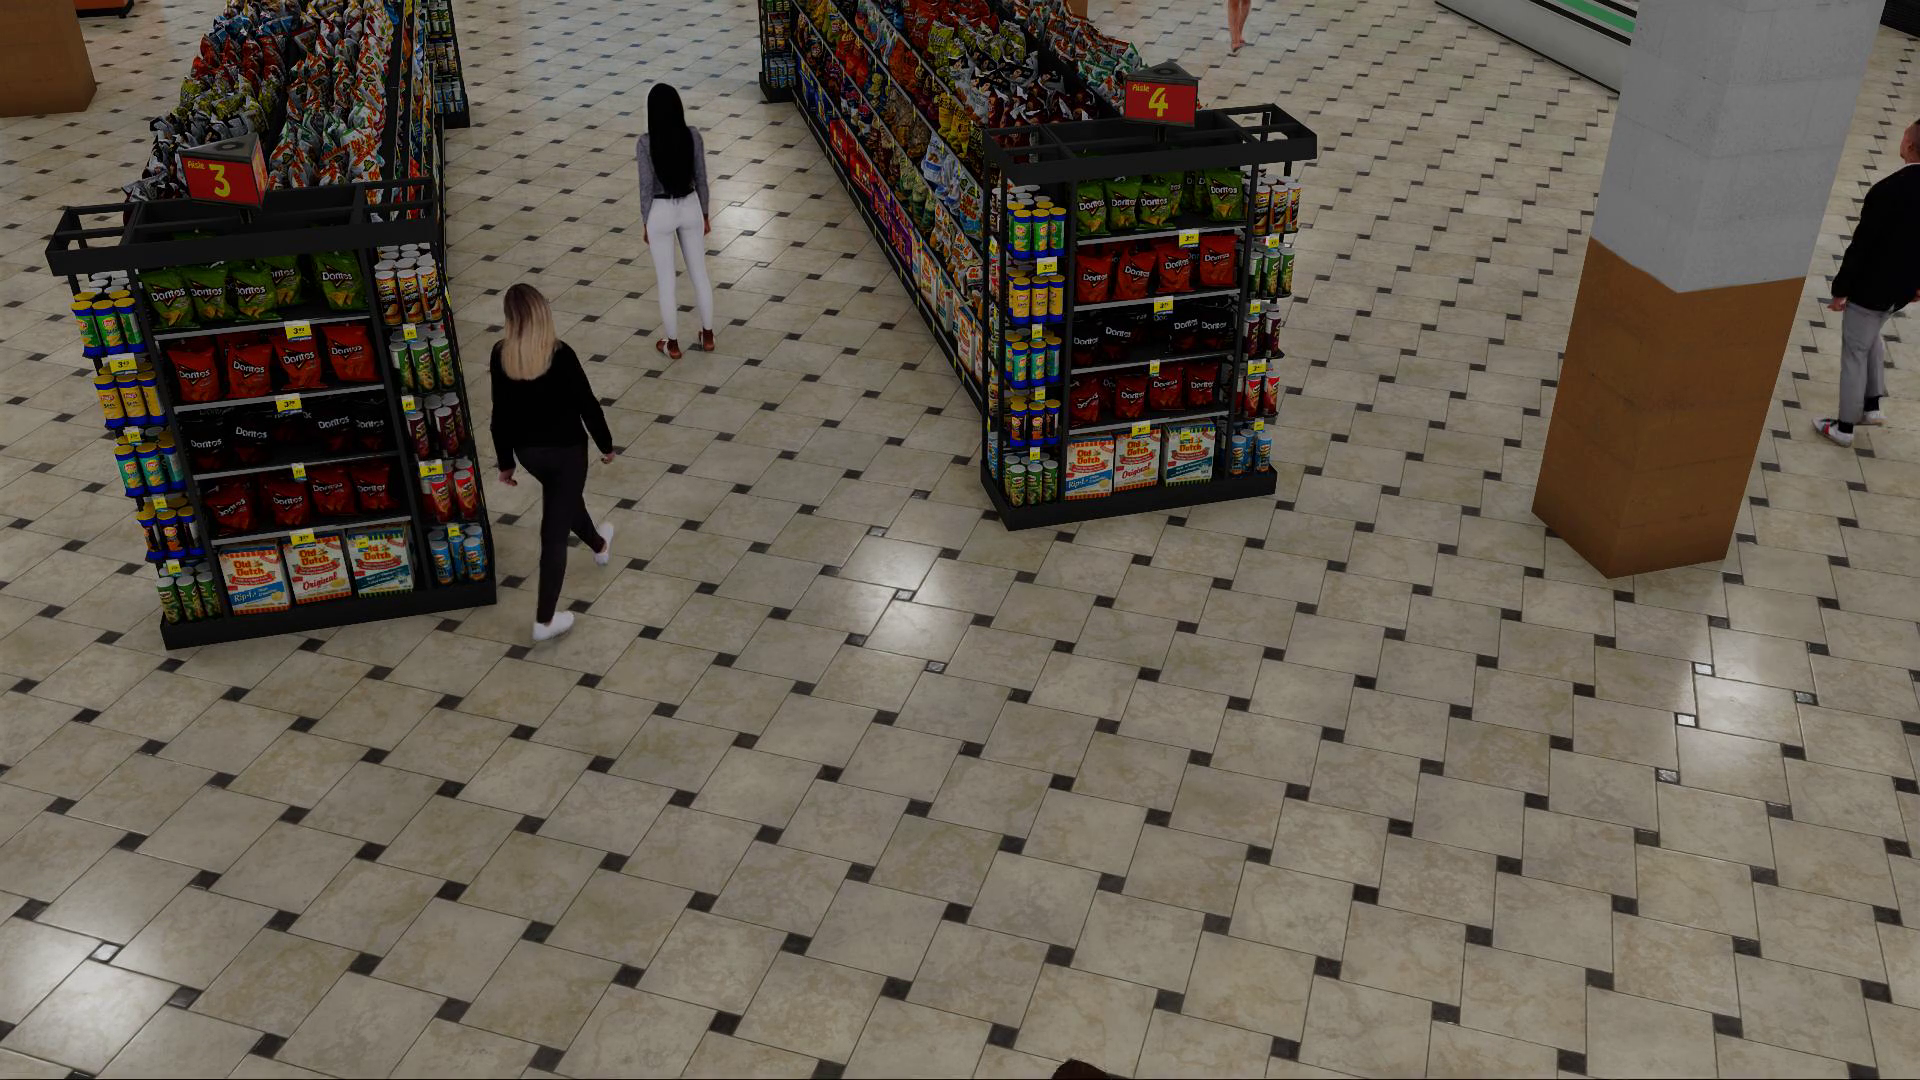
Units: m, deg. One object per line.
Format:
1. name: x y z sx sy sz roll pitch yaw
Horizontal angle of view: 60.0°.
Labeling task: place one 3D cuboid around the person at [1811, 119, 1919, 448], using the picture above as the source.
1. person: 5.116 -1.379 9.062 0.737 1.942 0.670 -10 33 -15

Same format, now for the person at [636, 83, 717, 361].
1. person: -1.741 -1.951 10.187 0.637 1.725 0.591 -15 35 -23

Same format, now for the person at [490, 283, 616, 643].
1. person: -1.914 -0.304 7.638 1.045 1.623 1.260 10 33 15
